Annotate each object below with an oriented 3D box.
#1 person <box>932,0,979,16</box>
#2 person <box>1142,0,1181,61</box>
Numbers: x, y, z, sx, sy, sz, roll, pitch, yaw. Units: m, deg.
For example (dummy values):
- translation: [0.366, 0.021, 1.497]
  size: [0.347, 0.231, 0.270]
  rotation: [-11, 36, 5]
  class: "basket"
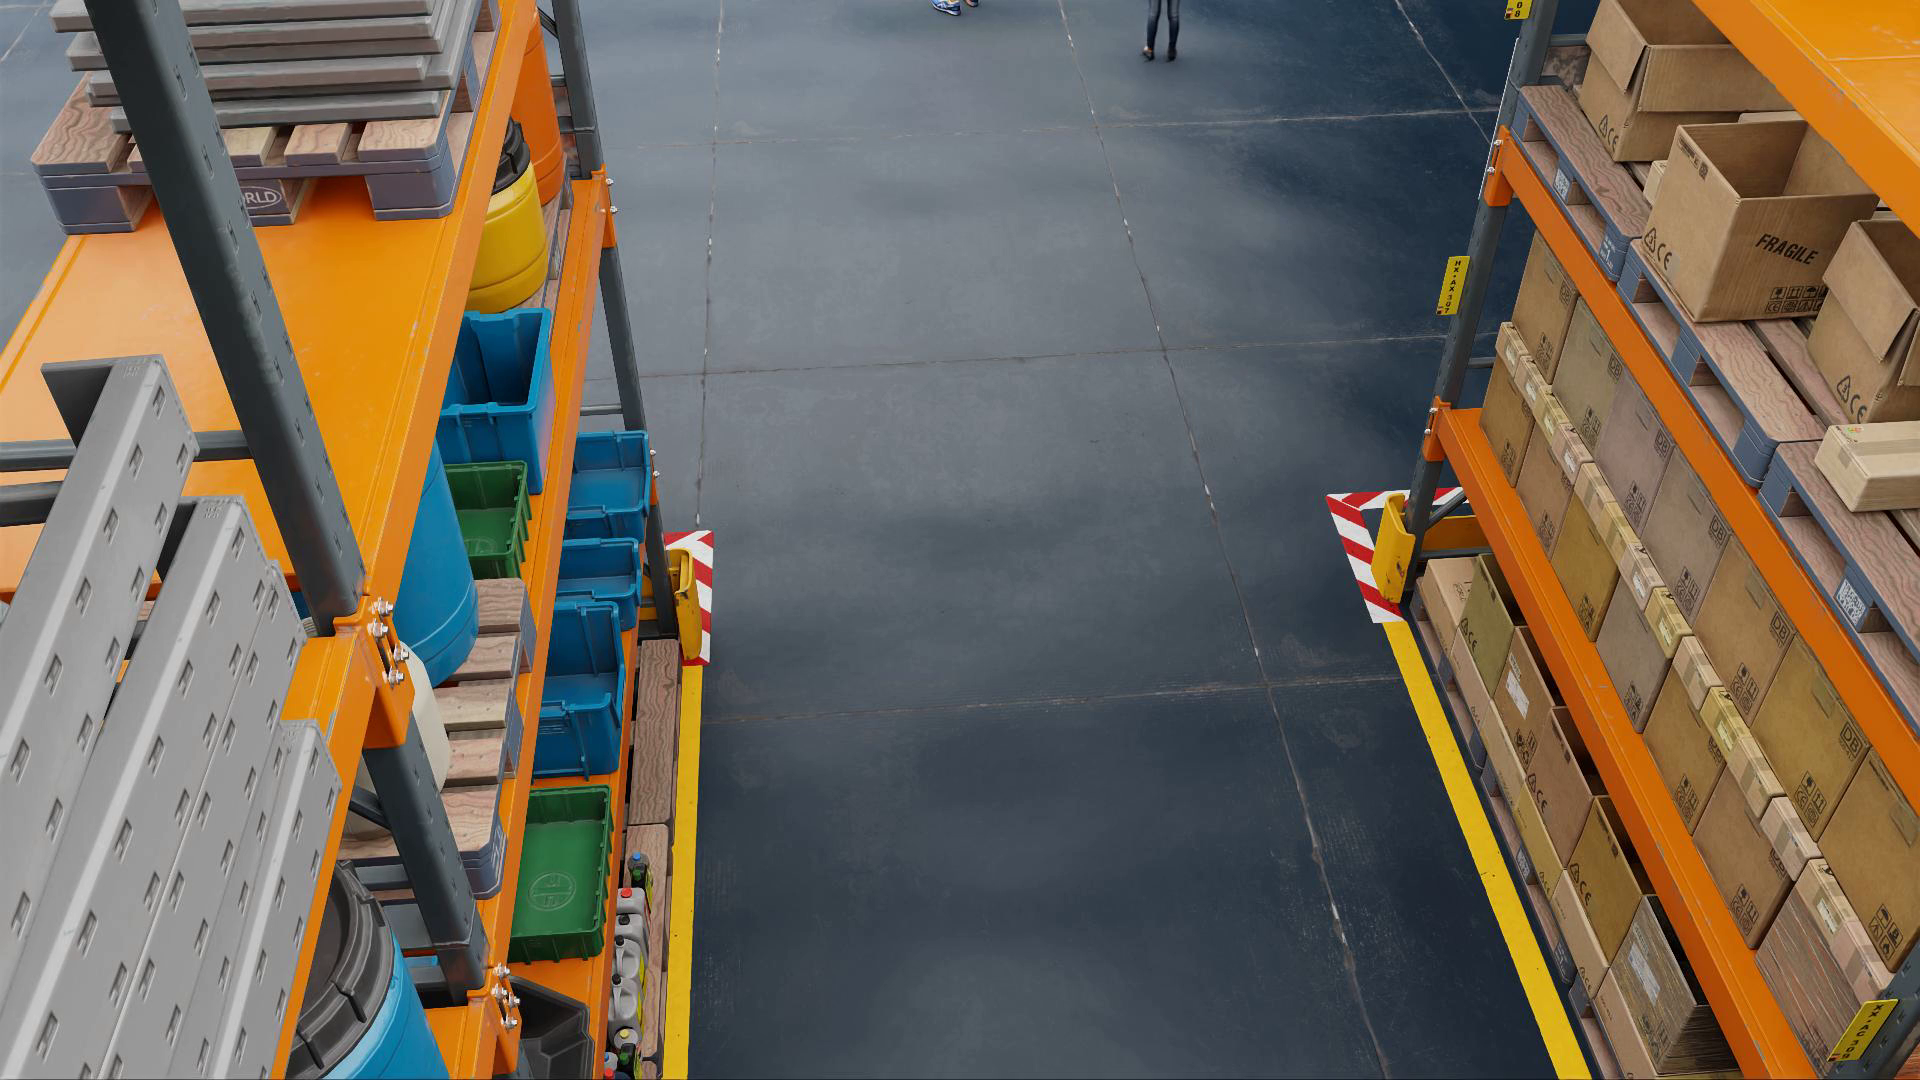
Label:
- translation: [-0.006, -5.420, 14.103]
  size: [0.706, 1.869, 0.745]
  rotation: [-32, 51, -30]
  class: "person"
- translation: [1.685, -4.573, 13.588]
  size: [0.485, 1.308, 0.487]
  rotation: [0, 42, 0]
  class: "person"
